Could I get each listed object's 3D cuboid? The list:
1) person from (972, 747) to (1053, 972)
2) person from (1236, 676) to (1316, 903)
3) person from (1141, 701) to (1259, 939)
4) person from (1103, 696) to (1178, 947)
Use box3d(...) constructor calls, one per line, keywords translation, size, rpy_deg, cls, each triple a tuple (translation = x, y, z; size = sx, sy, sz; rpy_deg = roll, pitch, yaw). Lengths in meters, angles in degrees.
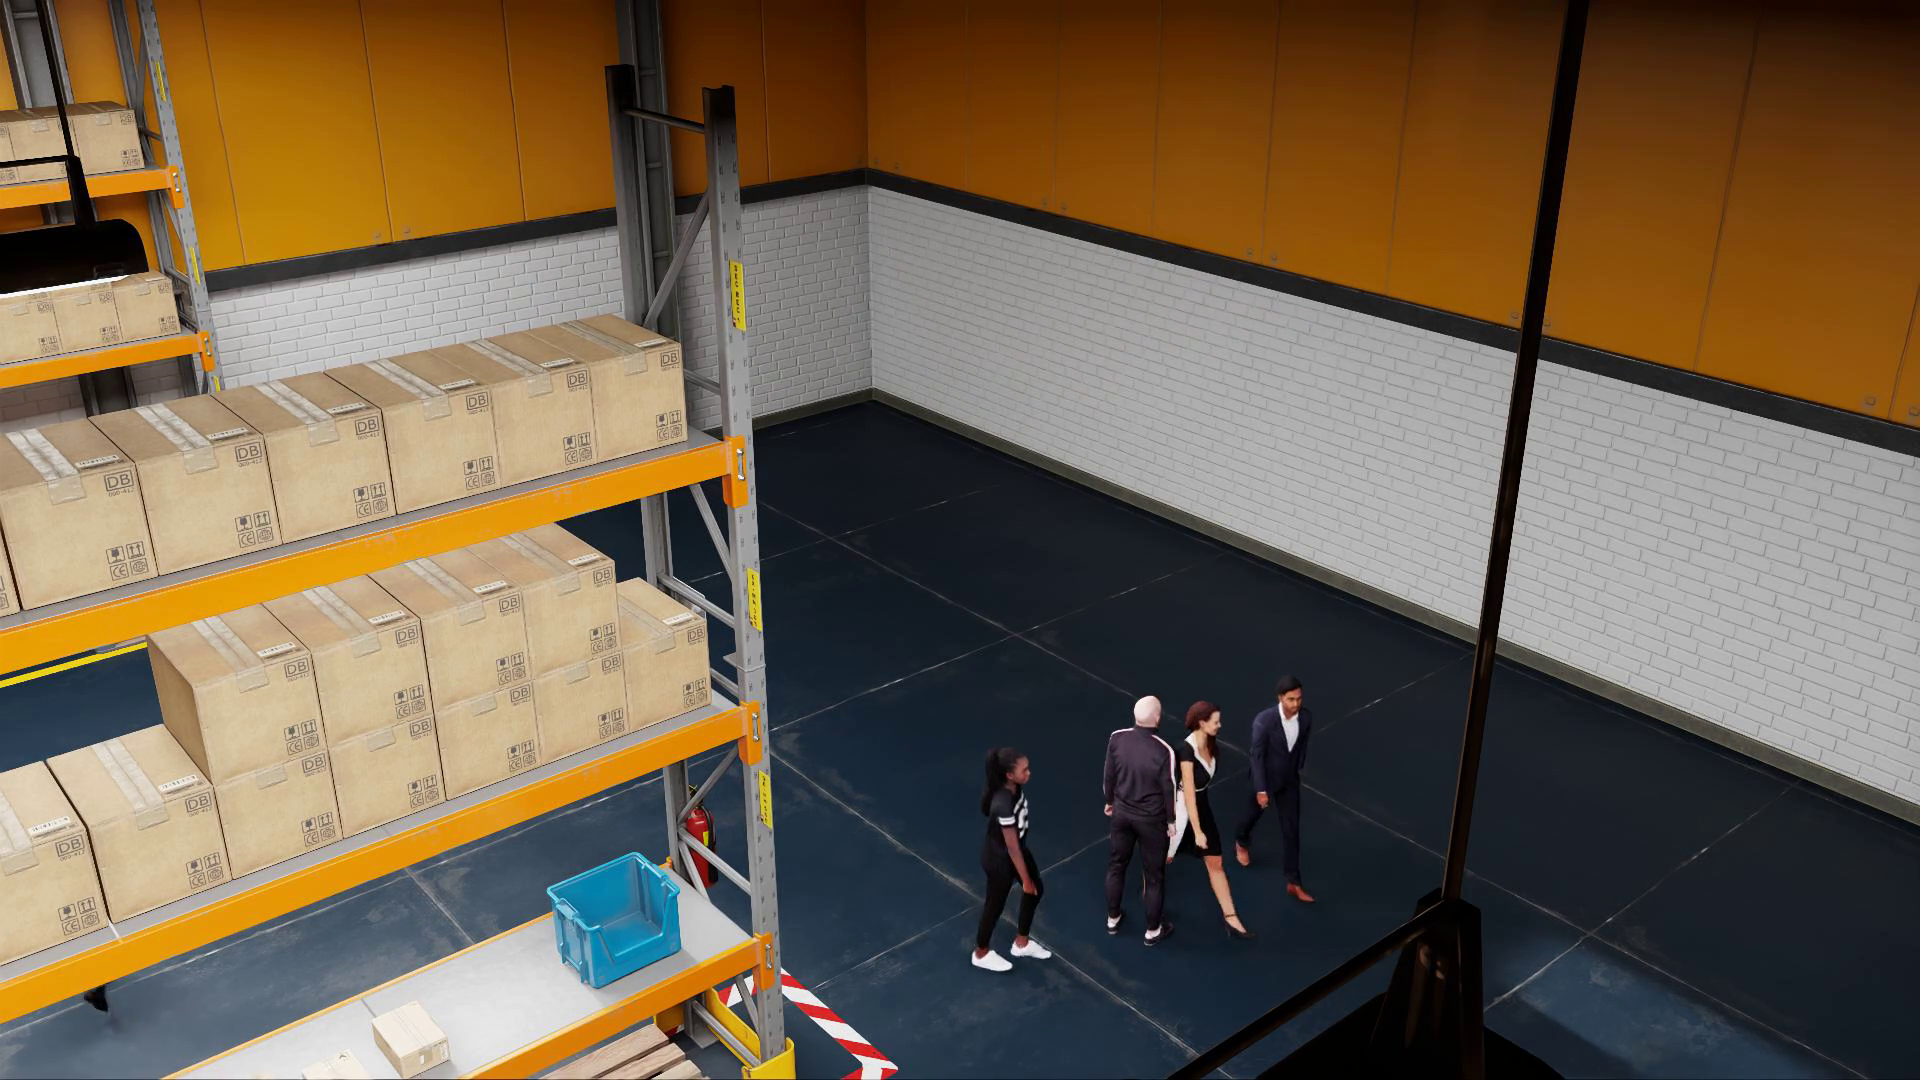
box3d(translation=(0.213, 2.099, 10.891), size=(0.887, 1.714, 0.838), rpy_deg=(4, 24, 8), cls="person")
box3d(translation=(2.193, 1.691, 11.869), size=(1.135, 1.678, 0.961), rpy_deg=(-7, 25, -16), cls="person")
box3d(translation=(1.470, 1.886, 11.325), size=(0.843, 1.757, 1.121), rpy_deg=(17, 29, 34), cls="person")
box3d(translation=(1.209, 1.883, 11.234), size=(0.754, 1.834, 0.698), rpy_deg=(14, 27, 28), cls="person")
